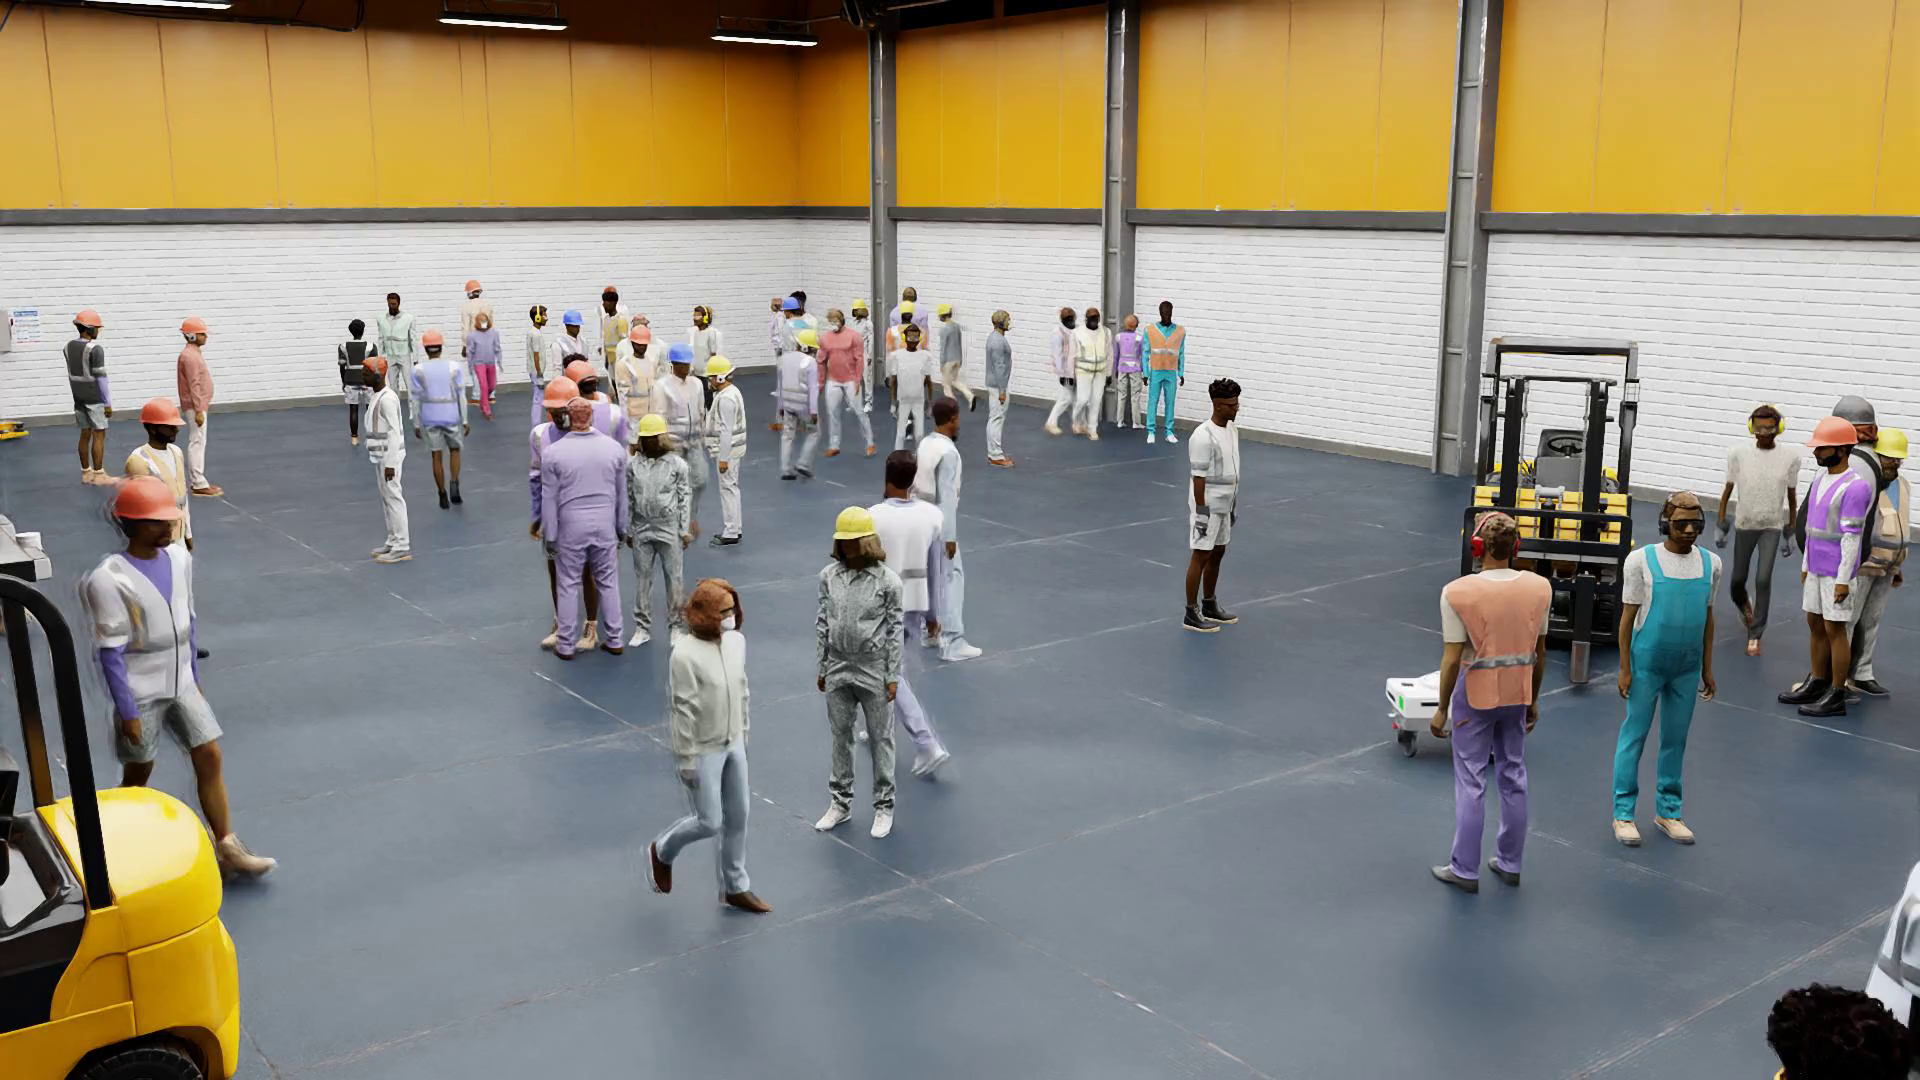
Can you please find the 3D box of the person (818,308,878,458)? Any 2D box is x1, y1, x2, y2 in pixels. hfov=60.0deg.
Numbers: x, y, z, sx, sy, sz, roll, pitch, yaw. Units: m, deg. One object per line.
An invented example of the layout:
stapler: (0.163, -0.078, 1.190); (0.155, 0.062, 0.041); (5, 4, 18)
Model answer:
person: (-1.437, -1.997, 21.192); (0.800, 1.916, 0.541); (5, 13, 25)

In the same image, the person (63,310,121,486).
person: (-9.974, -1.628, 19.141); (0.612, 2.029, 0.410); (6, 13, 28)

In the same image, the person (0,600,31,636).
person: (-7.613, -0.229, 12.472); (1.057, 1.991, 0.605); (-3, 12, -13)

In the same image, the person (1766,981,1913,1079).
person: (1.628, 1.744, 3.096); (0.618, 1.923, 0.860); (5, 13, 25)

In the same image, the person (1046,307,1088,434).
person: (1.503, -2.349, 23.181); (0.539, 1.803, 0.662); (10, 15, 39)

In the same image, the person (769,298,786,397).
person: (-3.005, -3.208, 27.698); (0.315, 1.641, 0.514); (-3, 12, -13)

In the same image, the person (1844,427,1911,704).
person: (6.013, 0.161, 10.970); (0.591, 1.829, 0.404); (-5, 13, -24)

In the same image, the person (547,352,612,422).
person: (-3.329, -0.666, 14.633); (0.614, 1.962, 0.362); (-8, 14, -34)

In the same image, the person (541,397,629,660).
person: (-2.708, -0.083, 12.002); (0.652, 1.897, 0.397); (-7, 13, -29)

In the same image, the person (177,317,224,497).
person: (-8.462, -1.481, 18.497); (0.395, 1.994, 0.613); (-5, 13, -24)

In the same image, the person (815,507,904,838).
person: (-0.531, 0.684, 8.657); (0.487, 1.744, 0.296); (4, 12, 20)

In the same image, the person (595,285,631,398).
person: (-5.685, -3.229, 27.238); (0.595, 1.872, 0.641); (2, 12, 8)

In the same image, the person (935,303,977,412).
person: (-0.089, -2.676, 24.877); (0.580, 1.729, 0.576); (8, 14, 34)

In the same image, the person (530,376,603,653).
person: (-2.855, -0.179, 12.129); (0.612, 2.038, 0.405); (4, 12, 18)

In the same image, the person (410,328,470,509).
person: (-5.553, -1.293, 17.764); (0.585, 1.922, 0.407); (-4, 12, -20)

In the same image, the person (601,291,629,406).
person: (-5.042, -2.673, 24.378); (0.396, 1.953, 0.619); (-8, 14, -34)

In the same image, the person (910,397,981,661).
person: (-0.145, -0.088, 12.072); (0.468, 1.881, 0.630); (-4, 12, -17)

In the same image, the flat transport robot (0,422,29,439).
flat transport robot: (-13.649, -1.510, 22.826); (1.431, 0.197, 0.652); (3, 12, 12)

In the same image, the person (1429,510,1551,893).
person: (2.526, 0.781, 7.934); (0.564, 1.846, 0.391); (-3, 12, -15)

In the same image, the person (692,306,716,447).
person: (-3.435, -2.189, 22.213); (0.328, 1.876, 0.514); (-10, 16, -41)

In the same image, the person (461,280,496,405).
person: (-7.712, -3.154, 26.580); (0.383, 1.994, 0.613); (8, 14, 34)

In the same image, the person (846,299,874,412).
person: (-1.548, -2.851, 25.728); (0.492, 1.743, 0.295); (10, 15, 39)

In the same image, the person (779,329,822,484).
person: (-1.852, -1.547, 19.308); (0.680, 1.785, 0.586); (9, 15, 37)

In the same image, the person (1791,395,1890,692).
person: (5.832, 0.039, 11.047); (0.681, 2.000, 0.535); (-8, 14, -34)

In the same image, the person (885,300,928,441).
person: (-0.717, -2.286, 22.576); (0.619, 1.910, 0.526); (-4, 12, -20)

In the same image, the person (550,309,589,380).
person: (-4.737, -1.854, 20.414); (0.404, 1.945, 0.615); (7, 13, 29)

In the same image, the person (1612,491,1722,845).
person: (3.629, 0.657, 8.539); (0.504, 1.847, 0.345); (-1, 12, -4)

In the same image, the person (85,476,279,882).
person: (-3.689, 0.707, 7.873); (0.884, 2.014, 0.637); (4, 12, 19)

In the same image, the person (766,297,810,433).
person: (-2.399, -2.448, 23.360); (0.864, 1.910, 0.653); (7, 13, 29)

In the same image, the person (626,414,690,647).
person: (-2.238, -0.067, 12.281); (0.486, 1.744, 0.310); (1, 12, 4)

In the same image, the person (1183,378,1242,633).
person: (1.960, -0.274, 12.773); (0.386, 1.957, 0.604); (8, 14, 34)

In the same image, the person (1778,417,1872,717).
person: (5.557, 0.171, 10.683); (0.383, 1.933, 0.542); (0, 12, -1)

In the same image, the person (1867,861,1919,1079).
person: (2.882, 1.483, 4.963); (0.353, 1.675, 0.538); (8, 14, 33)

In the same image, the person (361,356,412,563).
person: (-5.239, -0.737, 15.174); (0.337, 1.882, 0.585); (-6, 13, -27)

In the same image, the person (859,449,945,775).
person: (-0.360, 0.403, 9.712); (0.599, 1.876, 0.946); (-10, 15, -40)

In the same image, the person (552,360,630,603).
person: (-2.946, -0.444, 13.446); (0.674, 2.018, 0.433); (-5, 13, -22)

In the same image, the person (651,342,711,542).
person: (-2.682, -0.937, 16.022); (0.620, 1.932, 0.431); (-11, 16, -43)

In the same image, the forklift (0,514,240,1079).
forklift: (-3.687, 1.115, 5.480); (2.313, 2.155, 1.214); (-9, 15, -36)

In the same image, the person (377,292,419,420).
person: (-8.351, -2.733, 24.783); (0.606, 1.906, 0.406); (2, 12, 9)

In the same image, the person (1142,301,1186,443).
person: (2.751, -2.271, 22.493); (0.593, 1.921, 0.388); (-2, 12, -8)

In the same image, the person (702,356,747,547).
person: (-2.235, -0.844, 15.855); (0.403, 1.821, 0.602); (-1, 12, -4)

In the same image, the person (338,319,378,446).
person: (-7.985, -2.091, 22.165); (0.542, 1.697, 0.316); (-2, 12, -8)

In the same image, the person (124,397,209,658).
person: (-5.596, -0.048, 11.754); (0.399, 1.928, 0.542); (1, 12, 7)

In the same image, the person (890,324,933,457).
person: (-0.564, -1.596, 19.404); (0.509, 1.858, 0.342); (-1, 12, -7)

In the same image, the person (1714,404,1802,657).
person: (5.879, -0.109, 12.267); (0.564, 1.839, 0.724); (6, 13, 26)

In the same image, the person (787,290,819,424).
person: (-2.317, -2.667, 24.329); (0.607, 1.958, 0.374); (11, 16, 43)

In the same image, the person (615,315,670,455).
person: (-3.827, -1.765, 20.088); (0.646, 1.907, 0.401); (-2, 12, -7)

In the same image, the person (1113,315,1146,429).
person: (2.441, -2.400, 23.806); (0.525, 1.637, 0.307); (7, 14, 31)

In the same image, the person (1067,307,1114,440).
person: (1.789, -2.281, 22.791); (0.627, 1.824, 0.476); (-3, 12, -14)

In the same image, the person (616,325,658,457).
person: (-3.474, -1.381, 18.167); (0.379, 1.931, 0.548); (9, 15, 36)

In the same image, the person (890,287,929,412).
person: (-0.766, -2.922, 25.596); (0.631, 1.940, 0.372); (4, 12, 17)

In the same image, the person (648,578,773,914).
person: (-1.181, 0.949, 7.673); (0.516, 1.614, 0.539); (7, 14, 31)

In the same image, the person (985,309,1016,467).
person: (0.491, -1.870, 20.512); (0.370, 1.940, 0.630); (-1, 12, -4)

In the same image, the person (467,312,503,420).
person: (-7.159, -2.626, 24.966); (0.501, 1.610, 0.666); (-9, 15, -39)

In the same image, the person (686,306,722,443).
person: (-3.457, -2.213, 22.372); (0.596, 1.876, 0.402); (6, 13, 28)

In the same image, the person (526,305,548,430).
person: (-5.685, -2.230, 22.450); (0.325, 1.861, 0.514); (-3, 12, -16)

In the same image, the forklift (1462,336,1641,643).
forklift: (4.683, -0.471, 13.136); (1.214, 2.155, 2.313); (4, 12, 20)
